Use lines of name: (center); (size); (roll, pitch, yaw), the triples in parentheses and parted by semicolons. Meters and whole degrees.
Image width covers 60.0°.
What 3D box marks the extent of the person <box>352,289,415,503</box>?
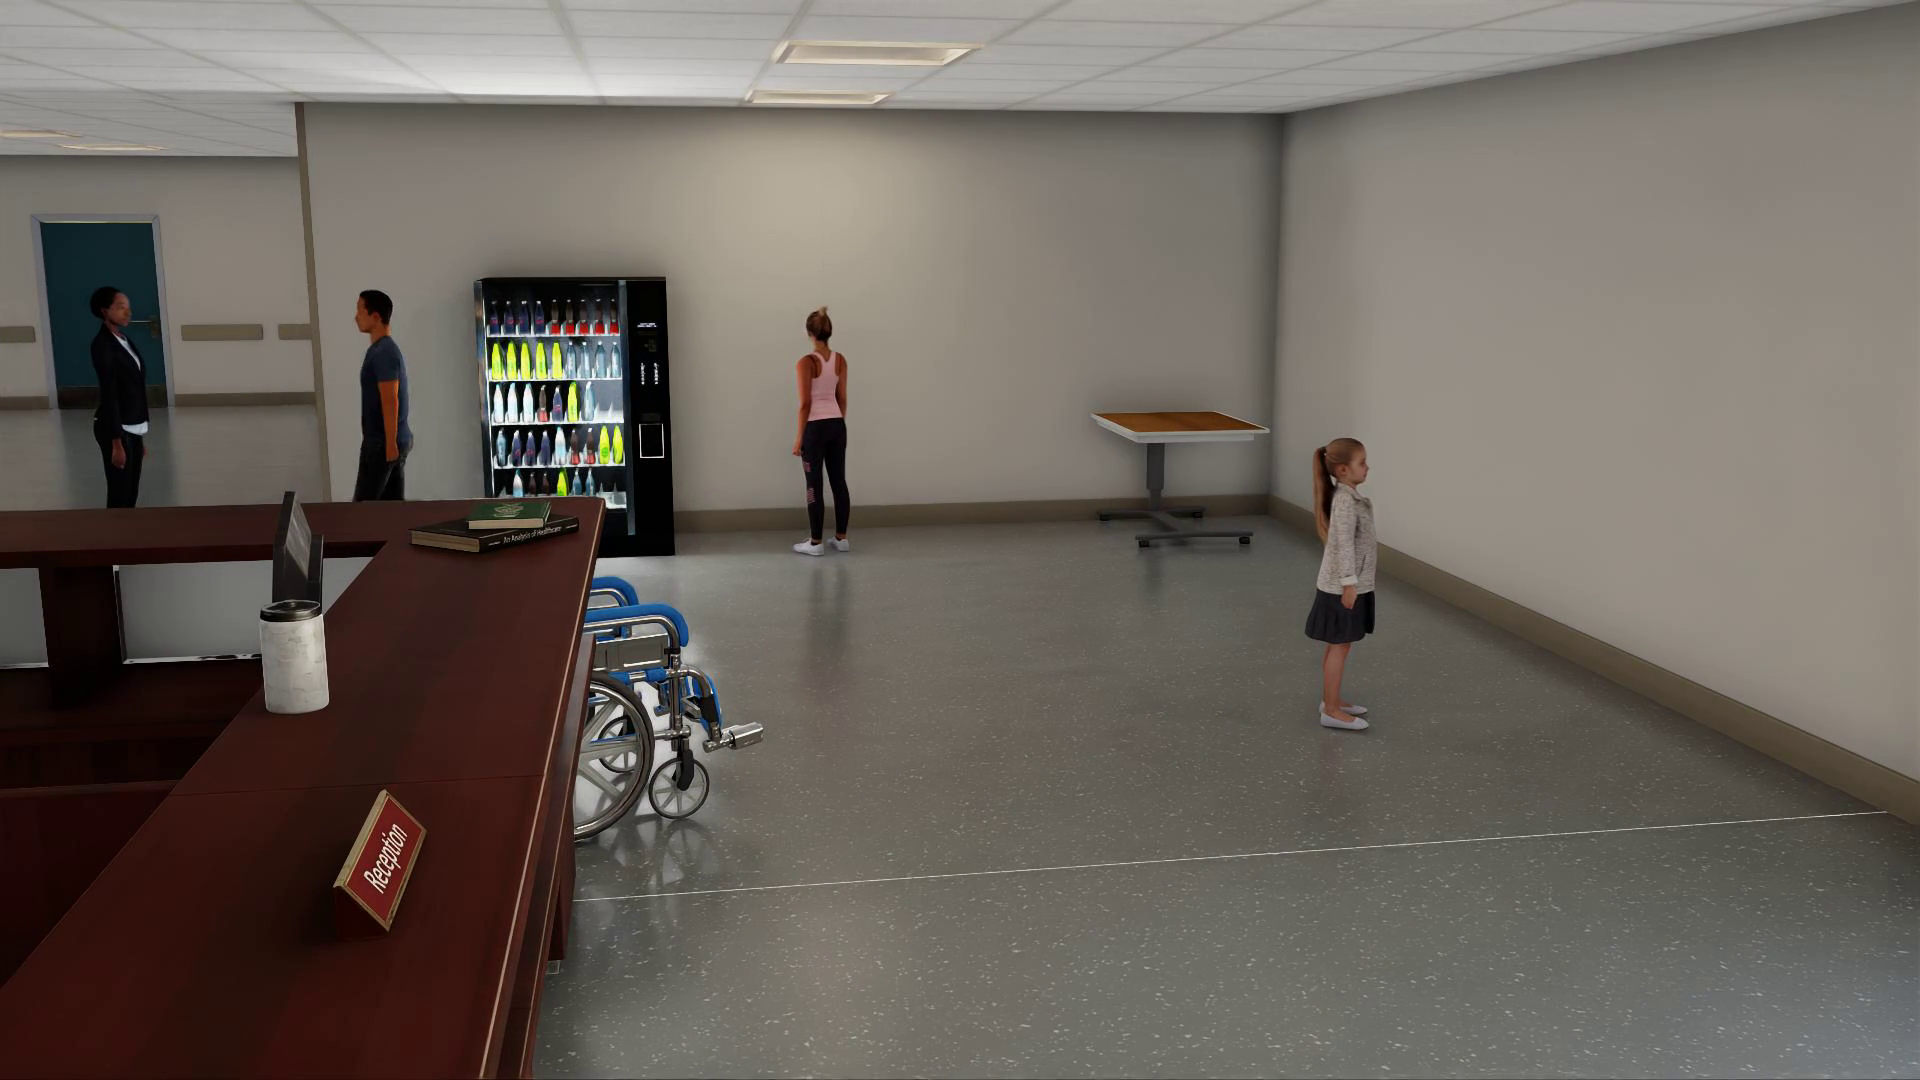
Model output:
person: (-3.398, -0.605, 10.092); (0.639, 1.798, 0.691); (-3, 11, -15)

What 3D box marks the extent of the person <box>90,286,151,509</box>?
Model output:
person: (-4.961, -0.576, 9.840); (0.515, 1.835, 0.595); (-2, 11, -10)

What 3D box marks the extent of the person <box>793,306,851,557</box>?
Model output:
person: (-0.911, -0.735, 11.132); (0.609, 1.665, 0.707); (-9, 14, -39)

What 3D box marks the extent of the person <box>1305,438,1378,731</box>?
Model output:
person: (1.696, 0.178, 7.347); (0.613, 1.276, 0.580); (2, 11, 13)
